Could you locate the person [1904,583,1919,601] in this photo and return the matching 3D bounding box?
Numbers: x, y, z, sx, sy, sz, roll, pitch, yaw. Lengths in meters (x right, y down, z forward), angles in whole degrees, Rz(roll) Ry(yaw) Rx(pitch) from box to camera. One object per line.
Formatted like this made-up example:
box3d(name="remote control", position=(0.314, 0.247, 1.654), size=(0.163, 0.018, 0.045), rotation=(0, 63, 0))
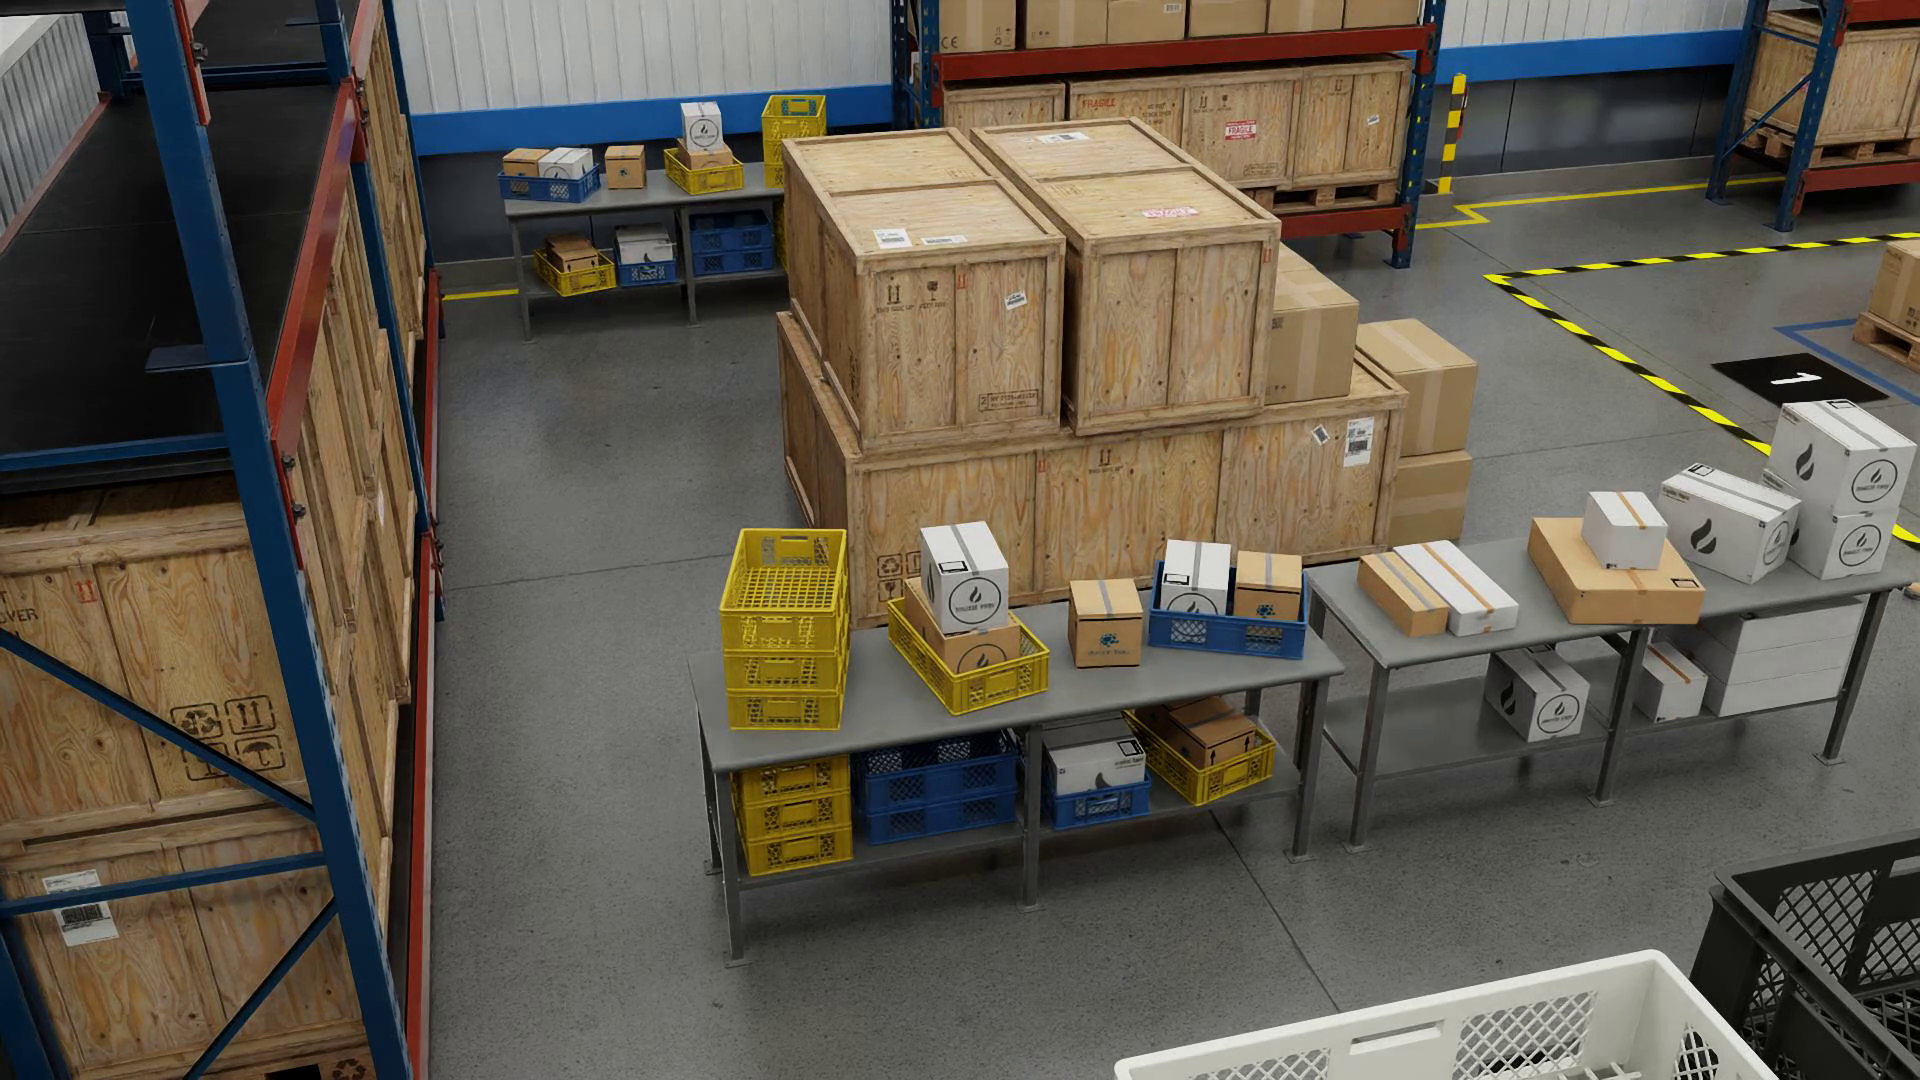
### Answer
box3d(name="person", position=(5.189, -0.500, 8.183), size=(0.363, 2.048, 0.608), rotation=(0, 29, 0))
